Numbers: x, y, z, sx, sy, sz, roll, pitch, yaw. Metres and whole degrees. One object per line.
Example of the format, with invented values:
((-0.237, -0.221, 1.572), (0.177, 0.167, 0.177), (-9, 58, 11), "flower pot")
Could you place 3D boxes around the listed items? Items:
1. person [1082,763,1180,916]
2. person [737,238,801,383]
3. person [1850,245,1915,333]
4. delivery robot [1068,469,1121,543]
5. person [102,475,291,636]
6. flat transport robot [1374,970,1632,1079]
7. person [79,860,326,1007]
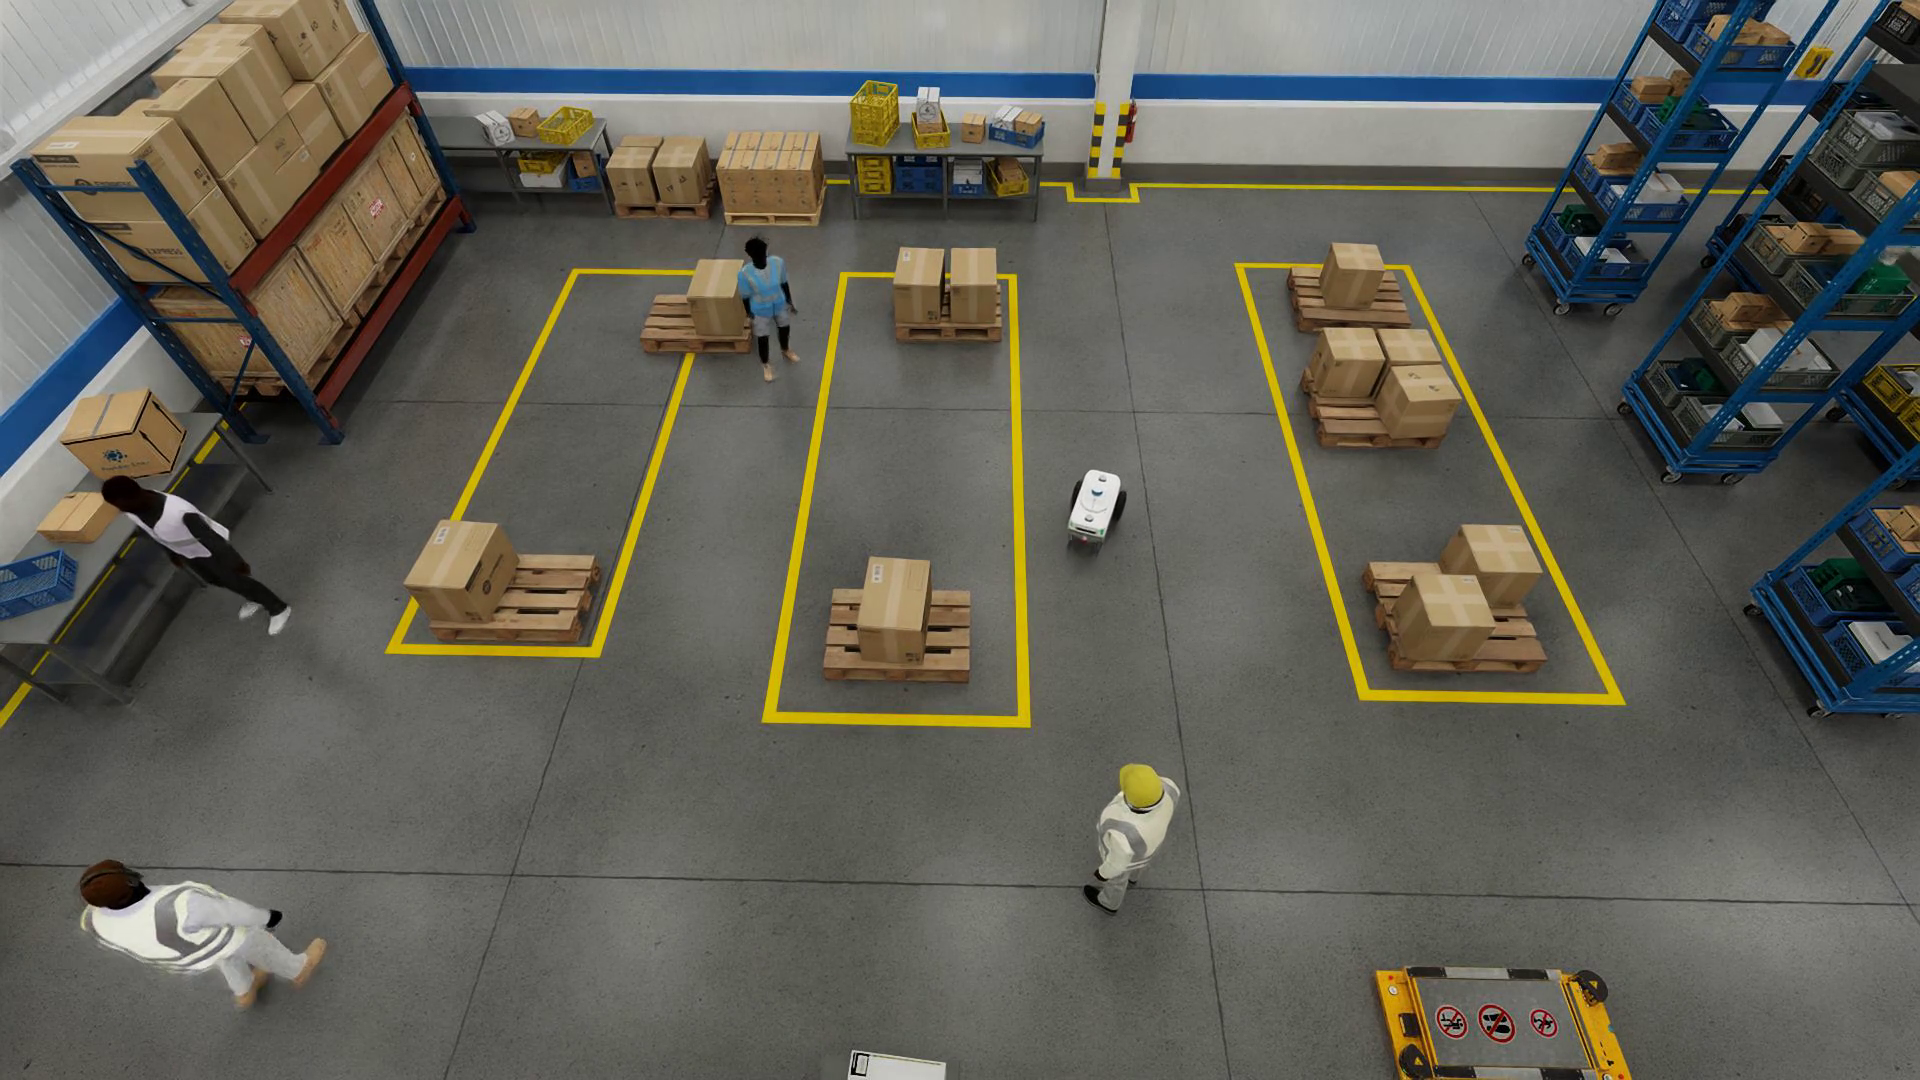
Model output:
((1.072, 1.929, 5.897), (0.403, 1.828, 0.597), (35, 59, 25), "person")
((-2.009, -2.450, 9.568), (0.579, 1.678, 0.455), (-28, 56, -21), "person")
((10.218, -3.124, 10.166), (0.522, 1.588, 0.886), (15, 52, 12), "person")
((1.249, -0.319, 8.488), (0.477, 0.478, 0.707), (15, 53, 12), "delivery robot")
((-6.054, 0.079, 7.362), (0.646, 1.897, 0.480), (10, 52, 8), "person")
((3.501, 3.133, 5.914), (1.431, 0.197, 0.652), (1, 51, 1), "flat transport robot")
((-4.536, 2.385, 5.532), (0.660, 1.831, 0.429), (2, 51, 1), "person")
